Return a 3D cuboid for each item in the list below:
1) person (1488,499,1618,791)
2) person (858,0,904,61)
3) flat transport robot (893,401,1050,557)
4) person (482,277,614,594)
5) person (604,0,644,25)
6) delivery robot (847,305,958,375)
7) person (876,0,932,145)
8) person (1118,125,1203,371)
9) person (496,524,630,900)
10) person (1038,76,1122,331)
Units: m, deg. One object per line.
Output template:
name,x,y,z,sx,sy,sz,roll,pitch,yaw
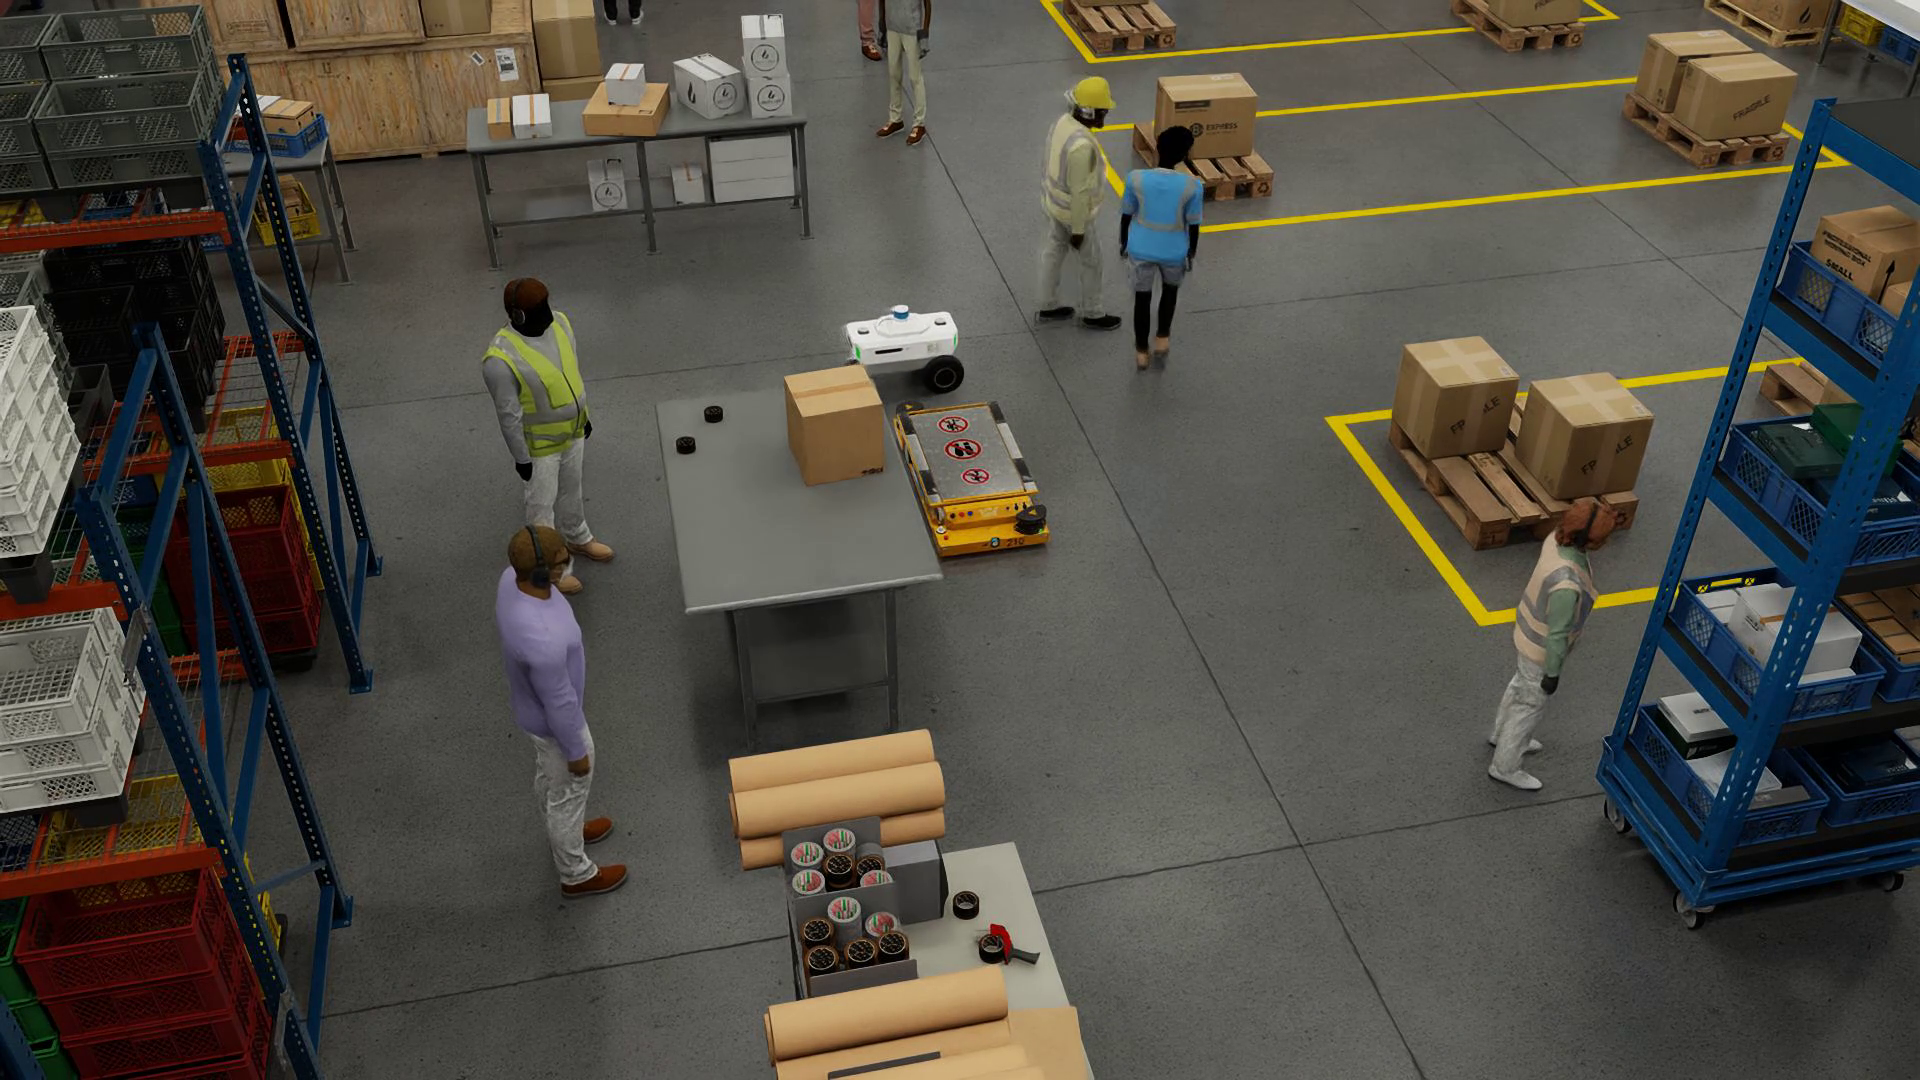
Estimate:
person,2.731,0.481,7.753,0.317,1.631,0.526,8,37,11
person,-0.723,-5.497,15.558,0.643,1.910,0.400,-31,46,-35
flat transport robot,0.046,-0.430,10.108,0.652,0.197,1.431,-8,37,-10
person,-2.213,-0.578,9.002,0.429,1.843,0.626,15,39,19
person,-3.373,-6.005,16.245,0.593,1.908,0.407,-8,37,-10
delivery robot,-0.384,-1.319,10.992,0.707,0.478,0.477,-8,37,-11
person,-0.481,-4.254,13.919,0.531,1.871,0.322,21,41,25
person,1.307,-1.931,10.953,0.553,1.663,0.504,7,37,9
person,-1.732,0.742,7.155,0.363,1.932,0.630,-15,39,-19
person,0.871,-2.284,11.329,0.733,1.793,0.624,-7,37,-10
